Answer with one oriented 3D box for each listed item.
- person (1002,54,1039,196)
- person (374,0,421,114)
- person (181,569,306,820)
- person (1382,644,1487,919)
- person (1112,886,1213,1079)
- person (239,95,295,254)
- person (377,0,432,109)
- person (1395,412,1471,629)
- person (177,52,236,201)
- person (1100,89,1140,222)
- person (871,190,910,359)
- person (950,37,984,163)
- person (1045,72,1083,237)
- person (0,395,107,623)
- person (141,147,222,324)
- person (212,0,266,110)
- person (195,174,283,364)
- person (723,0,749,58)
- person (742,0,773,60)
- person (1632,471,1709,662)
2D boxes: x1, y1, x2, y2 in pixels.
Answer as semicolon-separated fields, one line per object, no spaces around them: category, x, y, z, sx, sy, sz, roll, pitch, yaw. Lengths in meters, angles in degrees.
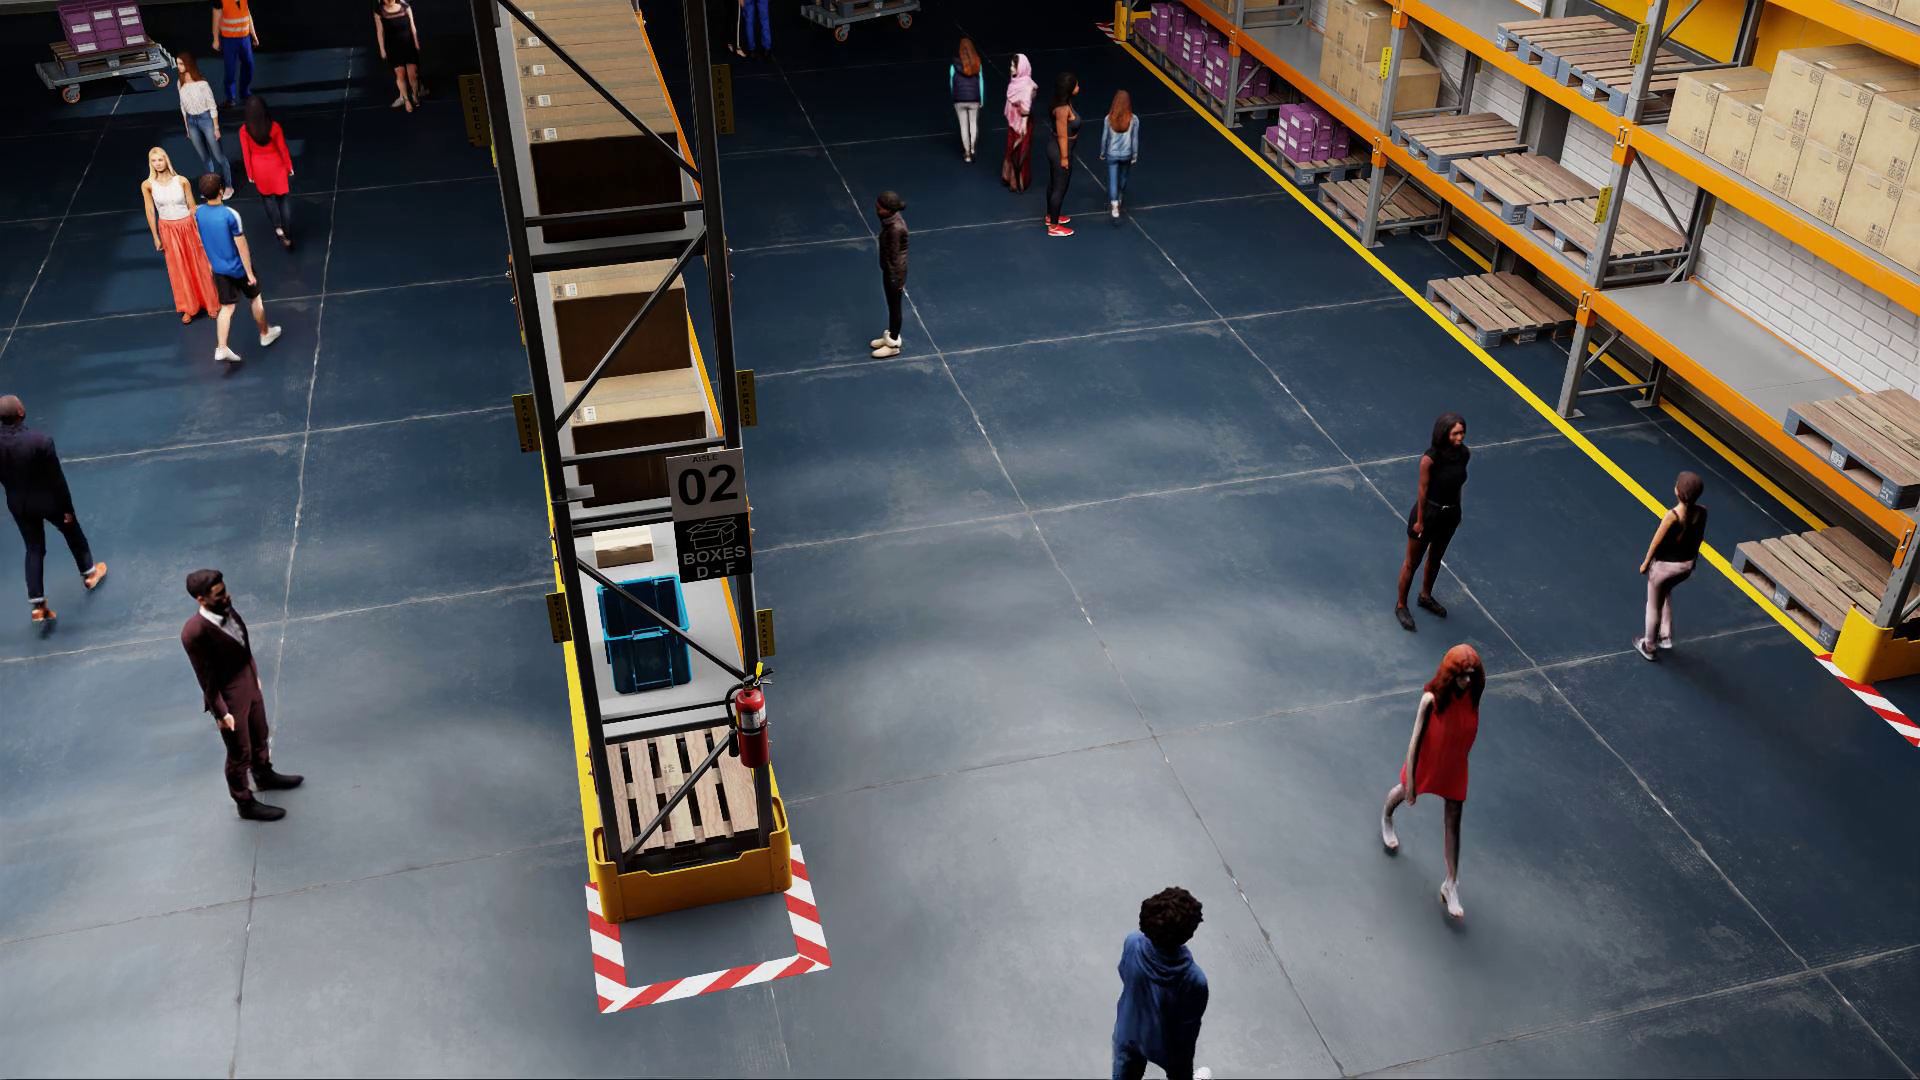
person;0.724;-4.937;19.607;0.713;1.633;0.519;-9;35;-13
person;-7.362;-6.463;21.836;0.714;1.707;0.669;-14;36;-20
person;-4.608;0.958;10.533;0.797;1.859;0.628;1;34;2
person;2.826;1.324;10.062;0.624;1.772;1.121;-8;34;-12
person;0.918;2.497;8.300;1.175;1.770;1.175;23;40;30
person;-7.454;-3.924;17.991;0.661;1.735;0.675;-13;36;-18
person;-7.380;-6.738;22.152;0.980;1.814;0.989;26;42;34
person;3.519;-0.166;12.331;0.646;1.741;0.606;-17;37;-24
person;-8.814;-4.833;19.364;0.649;1.728;0.645;7;34;10
person;1.805;-4.336;18.866;0.763;1.453;1.067;1;34;1
person;-0.625;-2.581;16.037;0.634;1.661;0.575;10;35;15
person;0.085;-5.378;20.401;0.592;1.488;0.702;-5;34;-7
person;1.114;-4.313;18.506;0.761;1.812;0.620;-2;34;-3
person;-6.898;-0.213;12.356;0.830;1.793;1.186;-3;34;-4
person;-7.803;-3.057;16.626;0.661;1.803;0.618;-14;36;-20
person;-9.652;-6.640;21.978;0.991;1.844;0.938;27;42;35
person;-6.997;-2.547;15.835;1.007;1.828;1.299;5;34;7
person;-3.267;-7.780;23.817;0.757;1.707;0.644;-28;43;-35
person;-2.953;-7.829;23.796;0.656;1.812;0.569;-7;34;-11
person;5.137;0.221;11.914;0.536;1.558;0.543;-9;35;-13
